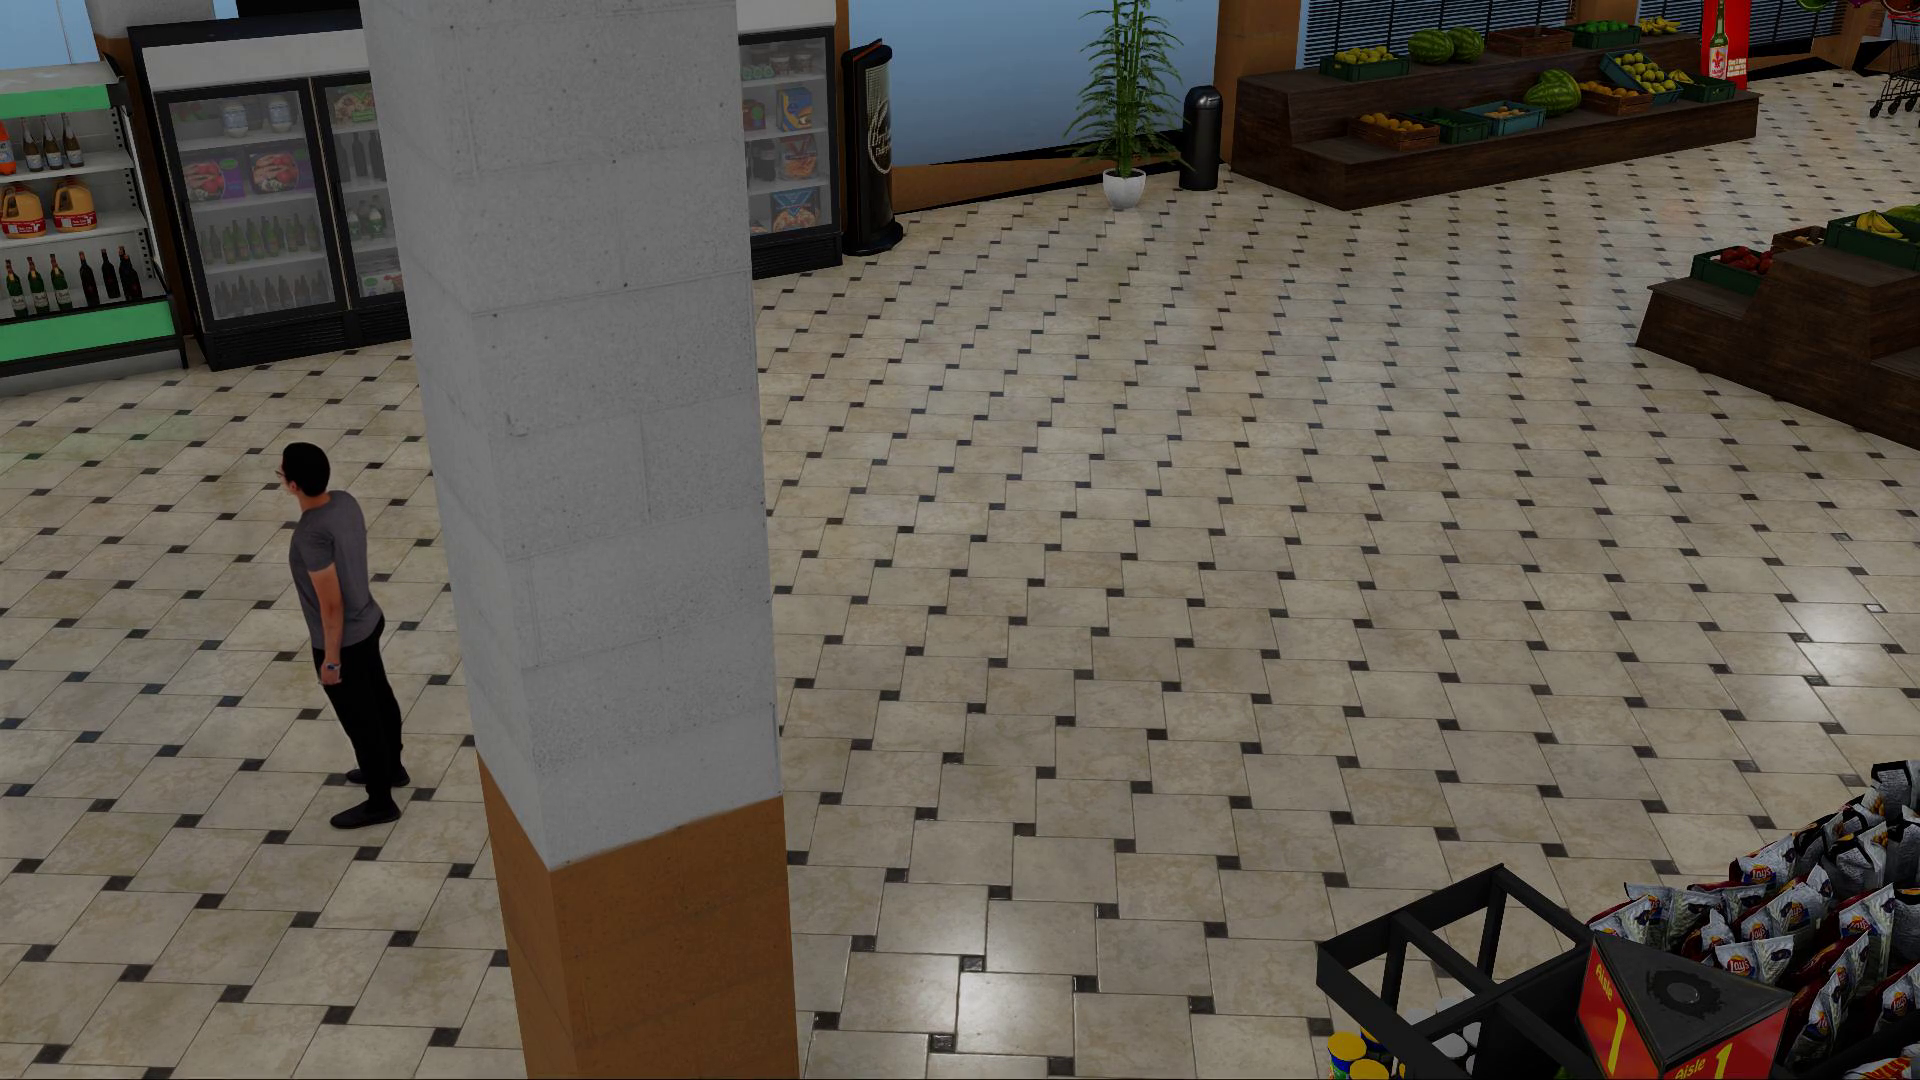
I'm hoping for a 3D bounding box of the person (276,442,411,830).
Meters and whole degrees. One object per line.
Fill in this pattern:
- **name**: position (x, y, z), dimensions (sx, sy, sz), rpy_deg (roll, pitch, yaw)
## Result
- **person**: position (-2.571, 0.384, 6.974), dimensions (0.699, 1.753, 0.706), rpy_deg (-2, 27, -4)
